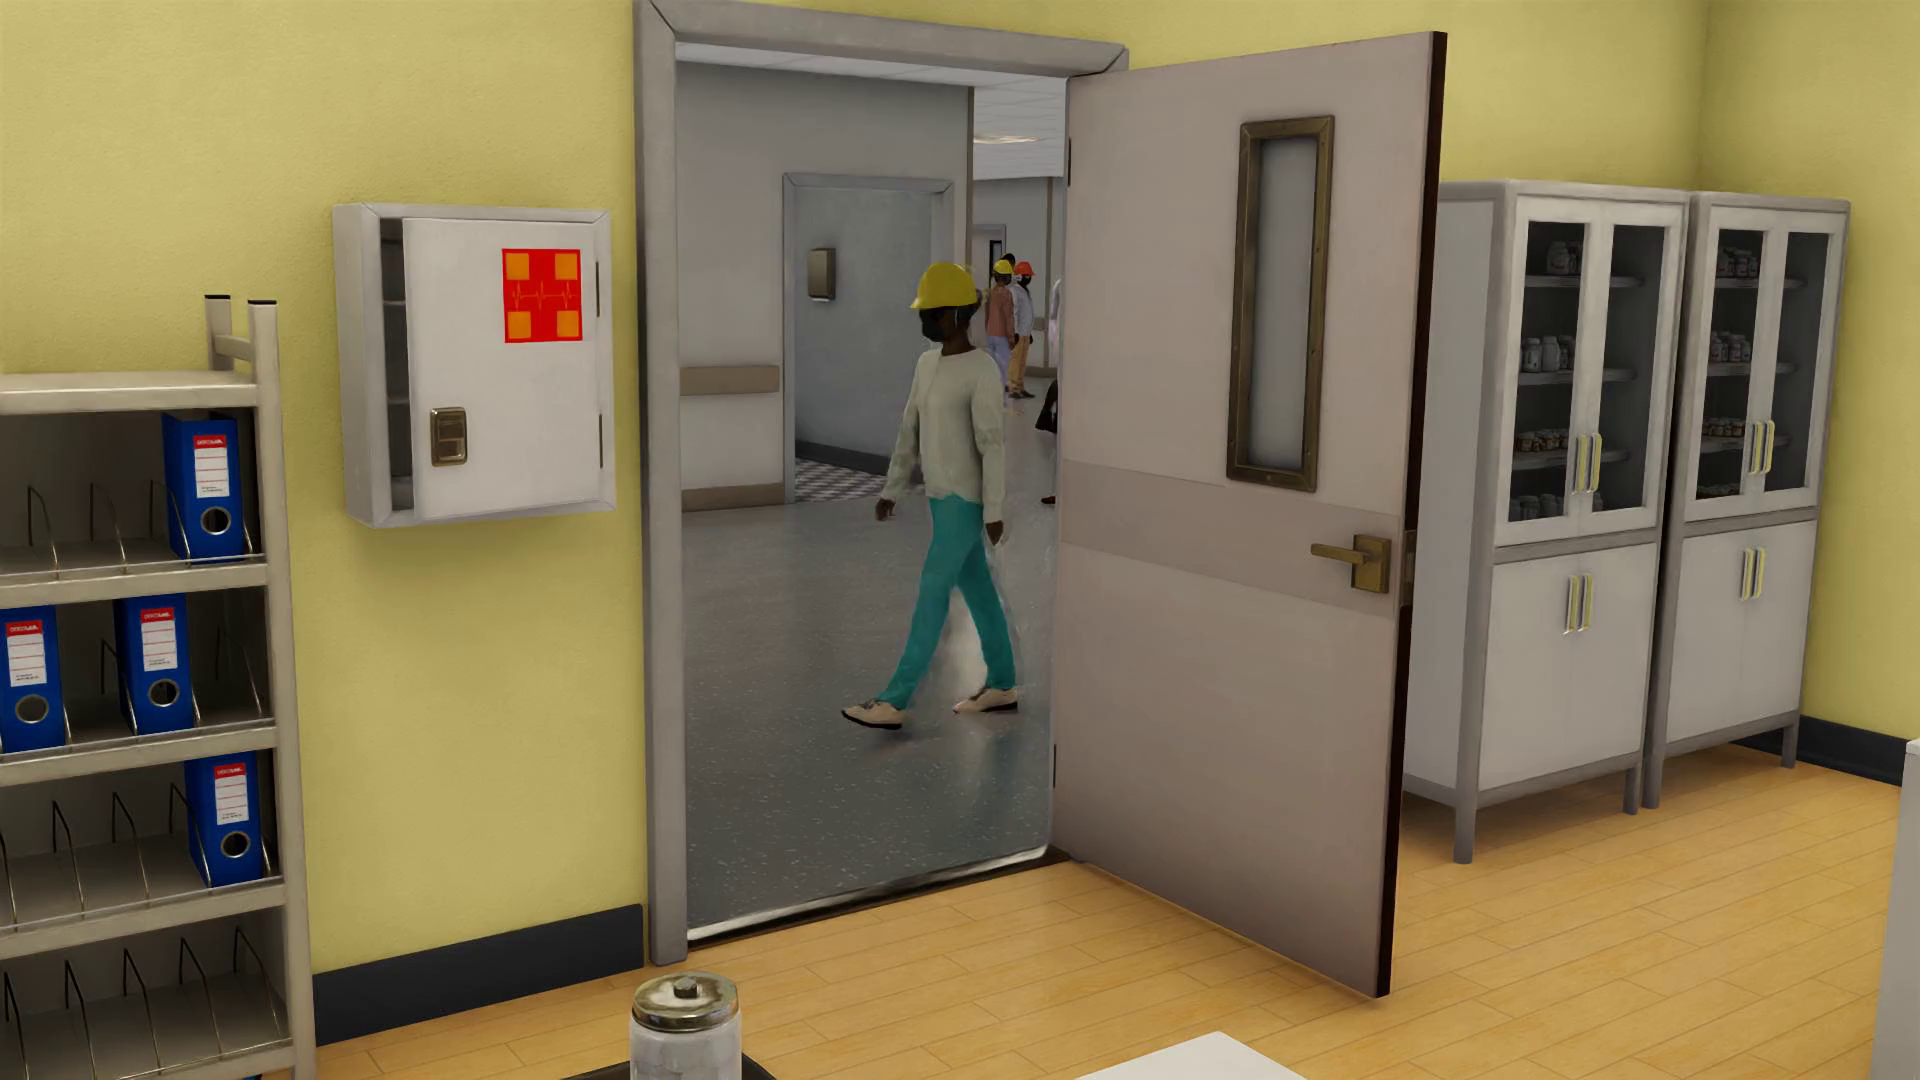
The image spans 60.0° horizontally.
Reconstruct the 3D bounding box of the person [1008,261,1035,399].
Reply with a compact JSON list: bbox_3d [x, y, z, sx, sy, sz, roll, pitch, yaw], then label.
[{"bbox_3d":[0.796,-2.686,21.335,0.324,1.752,0.562,5,10,22],"label":"person"}]

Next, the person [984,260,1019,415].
[{"bbox_3d":[0.469,-2.317,19.068,0.318,1.769,0.522,-5,11,-31],"label":"person"}]

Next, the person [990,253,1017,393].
[{"bbox_3d":[0.597,-2.872,22.105,0.331,1.865,0.519,9,13,40],"label":"person"}]

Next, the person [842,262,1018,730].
[{"bbox_3d":[-0.109,-0.155,6.197,0.864,1.725,0.545,-4,11,-26],"label":"person"}]
